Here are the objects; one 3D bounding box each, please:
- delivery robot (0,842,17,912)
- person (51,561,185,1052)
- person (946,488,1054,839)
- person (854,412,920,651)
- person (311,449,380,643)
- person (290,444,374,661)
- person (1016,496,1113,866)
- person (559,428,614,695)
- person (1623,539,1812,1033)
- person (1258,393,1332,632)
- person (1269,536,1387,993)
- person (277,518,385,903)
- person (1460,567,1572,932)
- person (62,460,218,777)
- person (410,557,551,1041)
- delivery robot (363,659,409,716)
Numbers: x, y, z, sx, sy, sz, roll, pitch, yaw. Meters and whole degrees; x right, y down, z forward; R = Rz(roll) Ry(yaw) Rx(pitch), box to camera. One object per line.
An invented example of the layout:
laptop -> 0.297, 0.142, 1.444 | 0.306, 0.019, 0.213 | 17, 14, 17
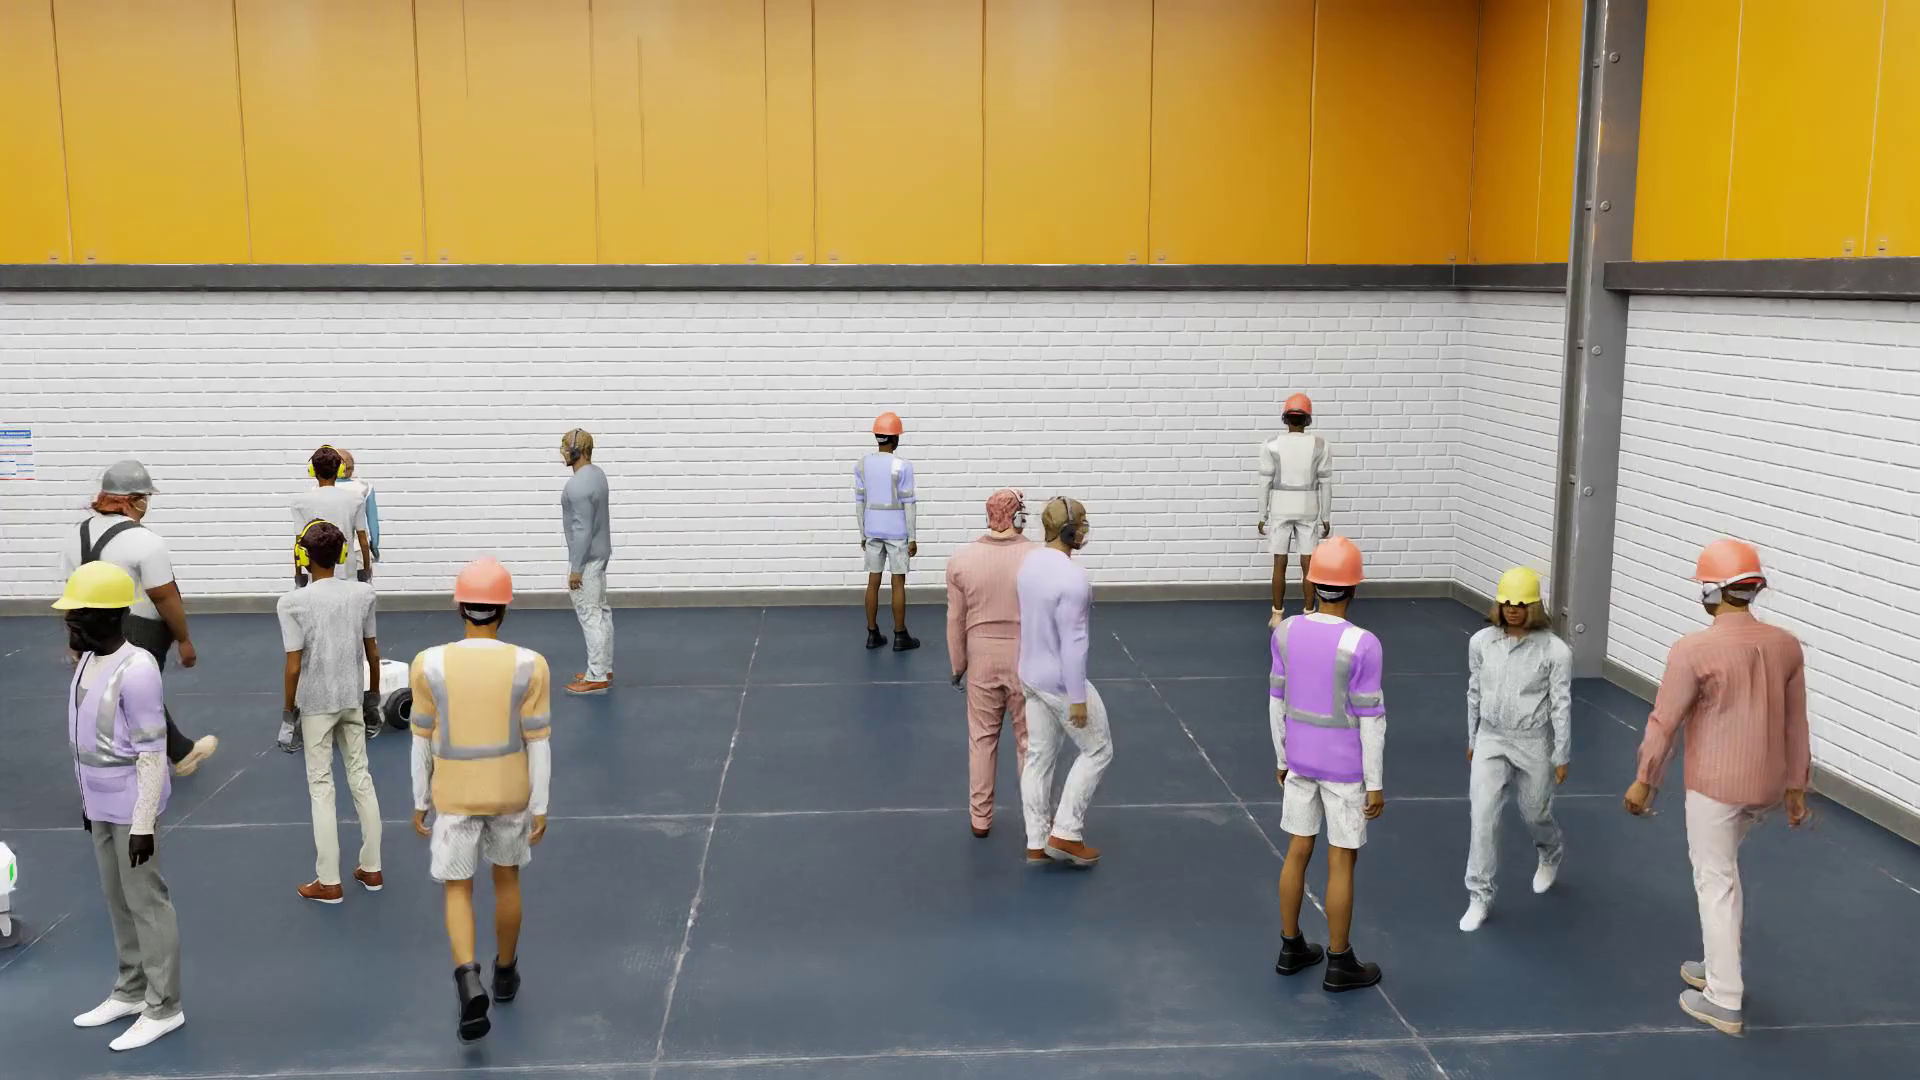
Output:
delivery robot -> -4.604, 1.542, 7.389 | 0.707, 0.478, 0.477 | -7, 12, -39
person -> -3.323, 1.034, 6.570 | 0.588, 1.930, 0.364 | 8, 12, 41
person -> 0.255, 0.668, 8.960 | 0.637, 1.904, 0.403 | 2, 9, 11
person -> -0.581, -0.066, 13.455 | 0.543, 1.938, 0.356 | 4, 10, 26
person -> -4.983, 0.086, 13.483 | 0.556, 1.634, 0.381 | -4, 10, -26
person -> -4.351, 0.273, 11.537 | 0.532, 1.869, 0.311 | -5, 10, -28
person -> 0.552, 0.729, 8.491 | 0.515, 1.925, 0.654 | -4, 10, -24
person -> -2.711, 0.152, 12.080 | 0.352, 1.937, 0.635 | 0, 9, 1
person -> 3.090, 0.975, 6.812 | 0.652, 1.966, 0.657 | -3, 10, -21
person -> 2.846, -0.230, 14.156 | 0.614, 2.040, 0.390 | 1, 9, 9
person -> 1.576, 0.945, 7.085 | 0.340, 1.941, 0.551 | -8, 12, -40
person -> -3.059, 0.825, 8.076 | 0.313, 1.869, 0.539 | 8, 12, 40
person -> 2.664, 0.942, 7.876 | 0.496, 1.711, 0.826 | 6, 11, 35
person -> -4.712, 0.494, 9.613 | 0.688, 2.000, 1.040 | 5, 10, 28
person -> -1.915, 1.029, 6.677 | 0.558, 1.915, 0.757 | -2, 9, -15
delivery robot -> -4.019, 0.966, 11.008 | 0.477, 0.478, 0.707 | 6, 11, 34
